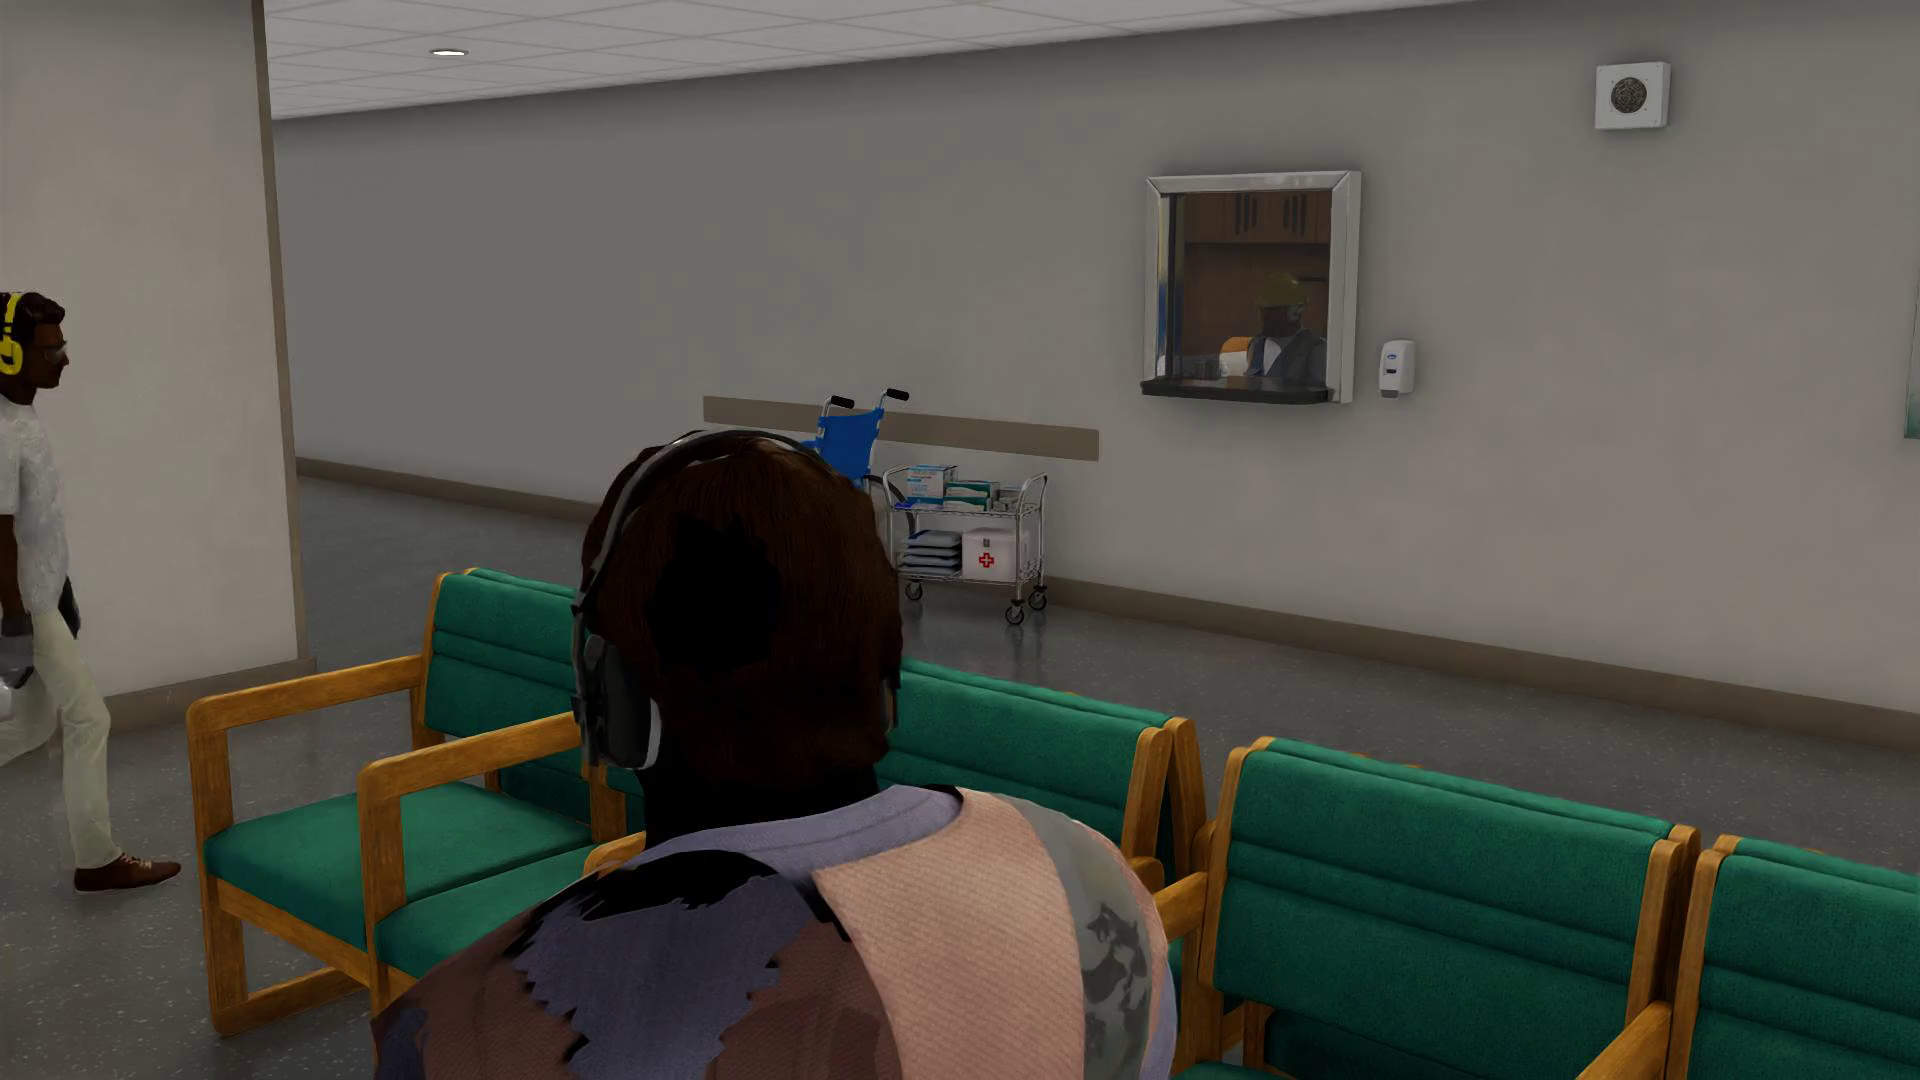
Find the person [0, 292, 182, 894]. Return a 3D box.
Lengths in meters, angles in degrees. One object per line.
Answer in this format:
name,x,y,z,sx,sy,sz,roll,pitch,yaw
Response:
person,-2.810,0.197,4.876,0.761,1.838,0.533,-6,12,-31

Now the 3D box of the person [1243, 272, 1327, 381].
person,1.726,-0.522,8.981,0.404,1.827,0.599,-7,12,-35

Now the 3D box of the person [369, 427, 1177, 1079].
person,-0.143,0.834,1.237,0.637,1.840,0.429,-8,13,-38
